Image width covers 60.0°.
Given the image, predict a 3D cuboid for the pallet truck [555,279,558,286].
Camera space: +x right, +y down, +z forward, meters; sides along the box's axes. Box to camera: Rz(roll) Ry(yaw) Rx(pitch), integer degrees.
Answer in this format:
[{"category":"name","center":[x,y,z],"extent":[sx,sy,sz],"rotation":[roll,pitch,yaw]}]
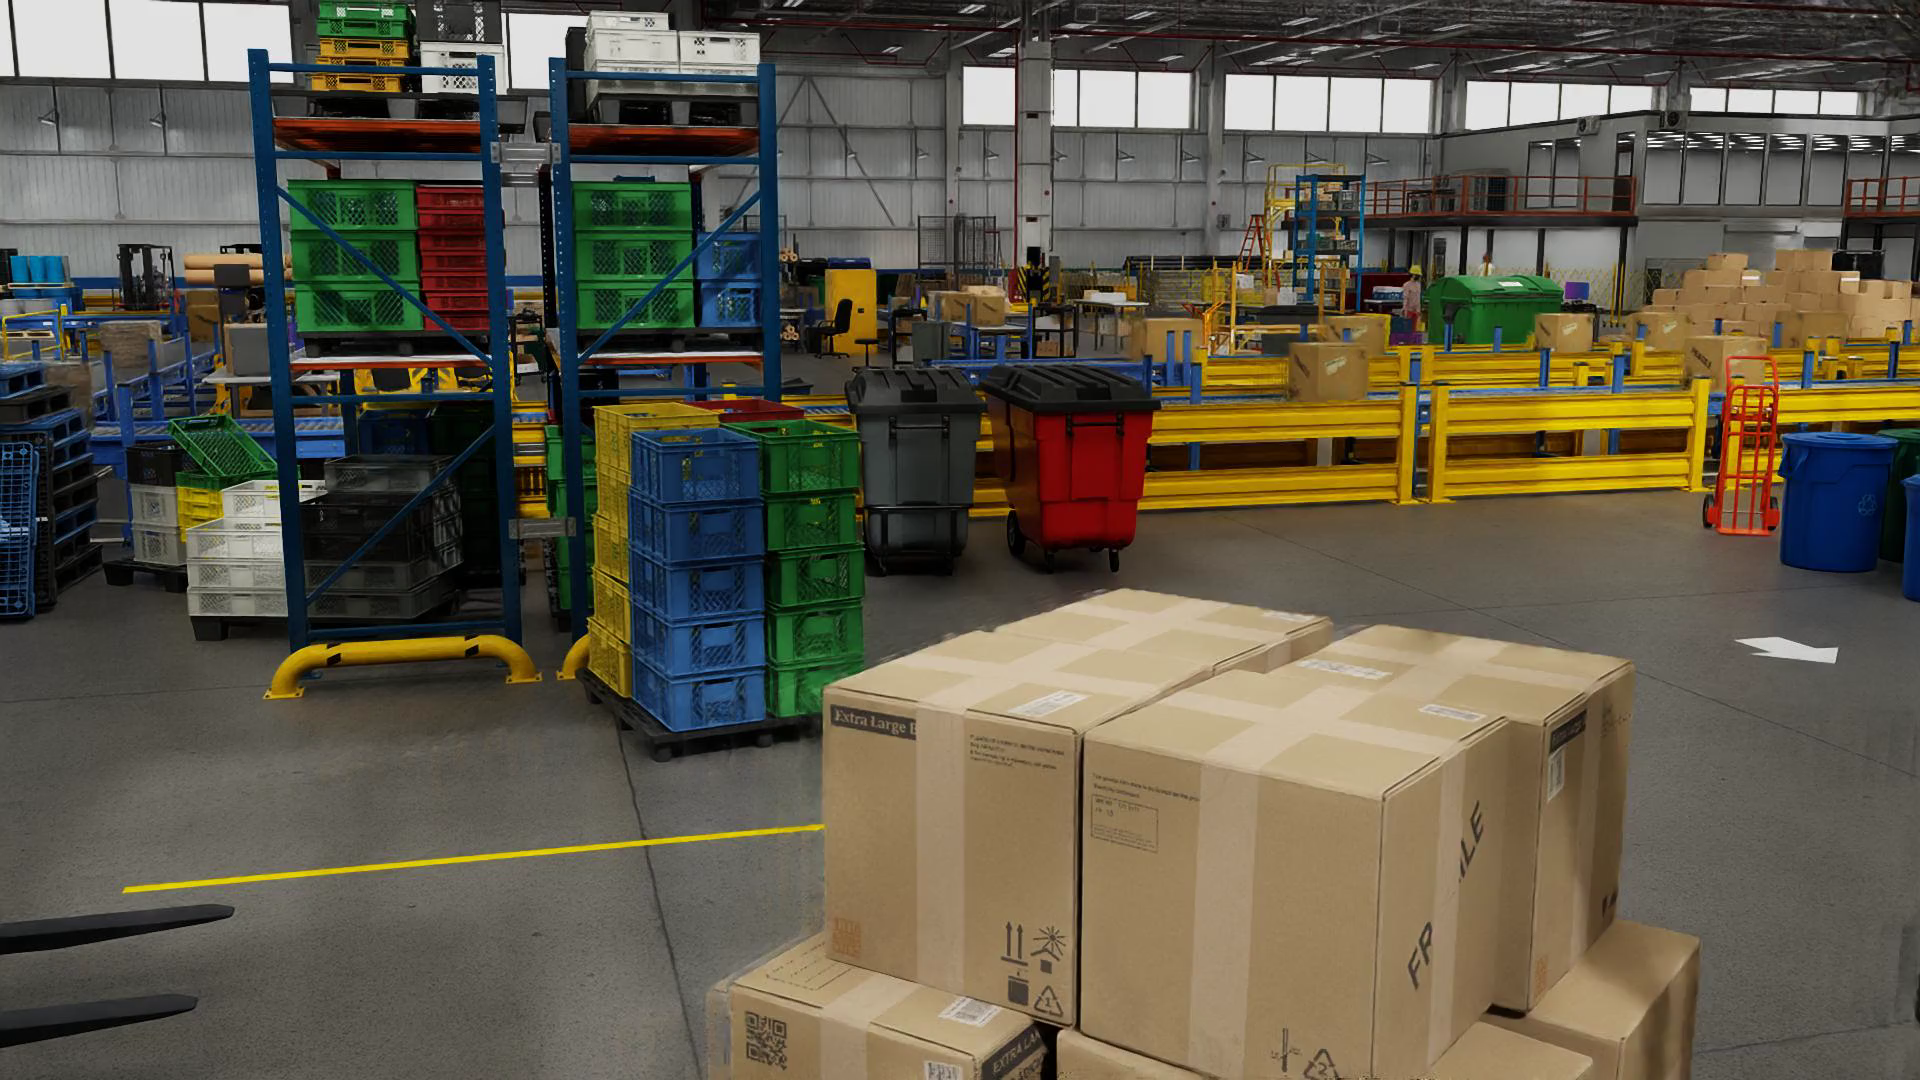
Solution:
[{"category":"pallet truck","center":[-10.604,-6.375,44.520],"extent":[0.653,1.274,1.630],"rotation":[-3,10,-15]}]

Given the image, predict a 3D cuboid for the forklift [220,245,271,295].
[{"category":"forklift","center":[-17.749,-6.334,41.440],"extent":[1.157,1.987,2.680],"rotation":[-3,10,-17]}]

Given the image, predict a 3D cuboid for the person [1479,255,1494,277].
[{"category":"person","center":[17.827,-8.714,56.249],"extent":[0.587,1.854,0.906],"rotation":[-3,11,-18]}]

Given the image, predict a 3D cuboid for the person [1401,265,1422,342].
[{"category":"person","center":[8.753,-4.431,32.203],"extent":[0.522,1.768,0.313],"rotation":[-9,13,-41]}]

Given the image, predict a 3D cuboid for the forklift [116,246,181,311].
[{"category":"forklift","center":[-19.966,-6.232,40.894],"extent":[1.157,1.987,2.680],"rotation":[-3,10,-15]}]
